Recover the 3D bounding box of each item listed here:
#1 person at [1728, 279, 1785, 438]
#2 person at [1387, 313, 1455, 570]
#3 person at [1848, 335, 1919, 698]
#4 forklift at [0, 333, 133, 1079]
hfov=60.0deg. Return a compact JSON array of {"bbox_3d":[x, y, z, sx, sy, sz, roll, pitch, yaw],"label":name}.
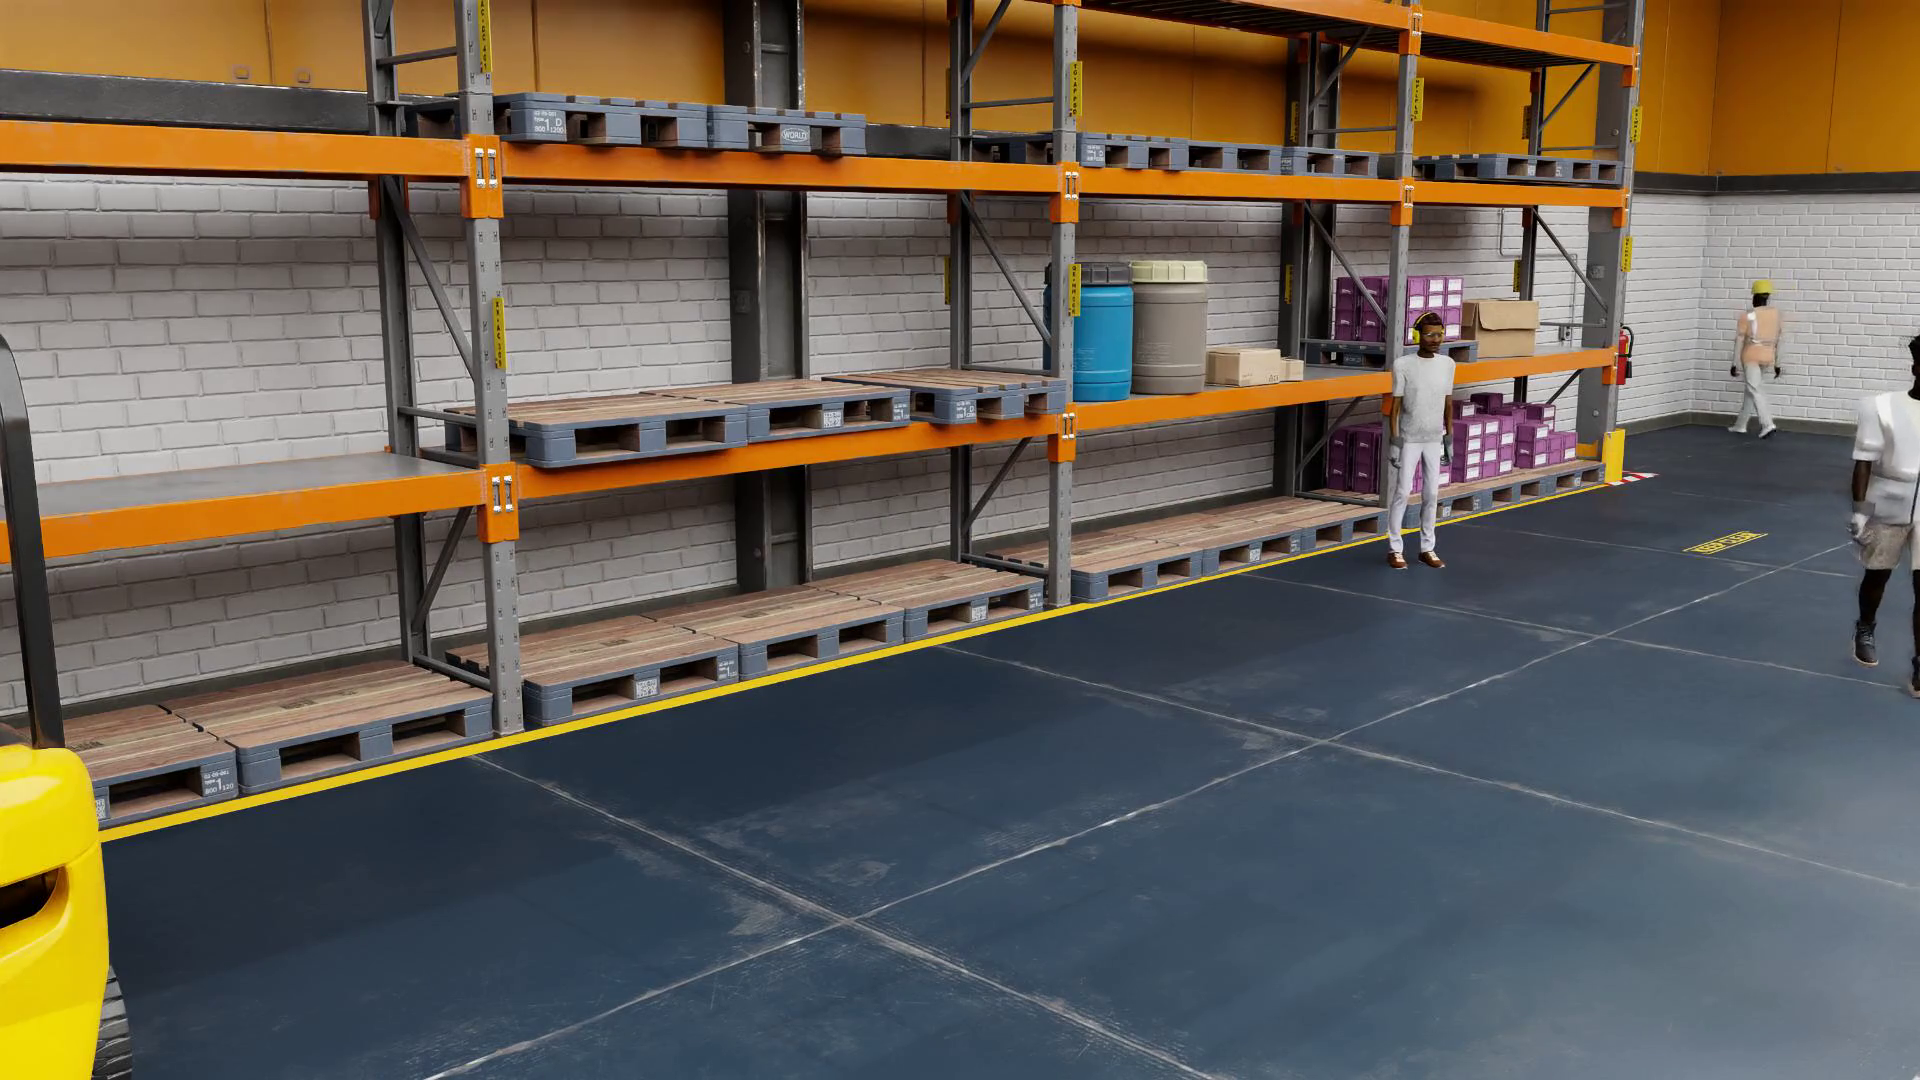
[{"bbox_3d":[9.557,-2.171,19.902,0.597,1.887,0.945,-2,11,-12],"label":"person"},{"bbox_3d":[3.336,-0.711,12.026,0.515,1.861,0.320,-2,11,-12],"label":"person"},{"bbox_3d":[5.113,-0.181,8.977,0.606,1.922,1.006,4,11,20],"label":"person"},{"bbox_3d":[-3.289,0.485,4.582,1.214,2.155,2.313,-10,14,-44],"label":"forklift"}]
